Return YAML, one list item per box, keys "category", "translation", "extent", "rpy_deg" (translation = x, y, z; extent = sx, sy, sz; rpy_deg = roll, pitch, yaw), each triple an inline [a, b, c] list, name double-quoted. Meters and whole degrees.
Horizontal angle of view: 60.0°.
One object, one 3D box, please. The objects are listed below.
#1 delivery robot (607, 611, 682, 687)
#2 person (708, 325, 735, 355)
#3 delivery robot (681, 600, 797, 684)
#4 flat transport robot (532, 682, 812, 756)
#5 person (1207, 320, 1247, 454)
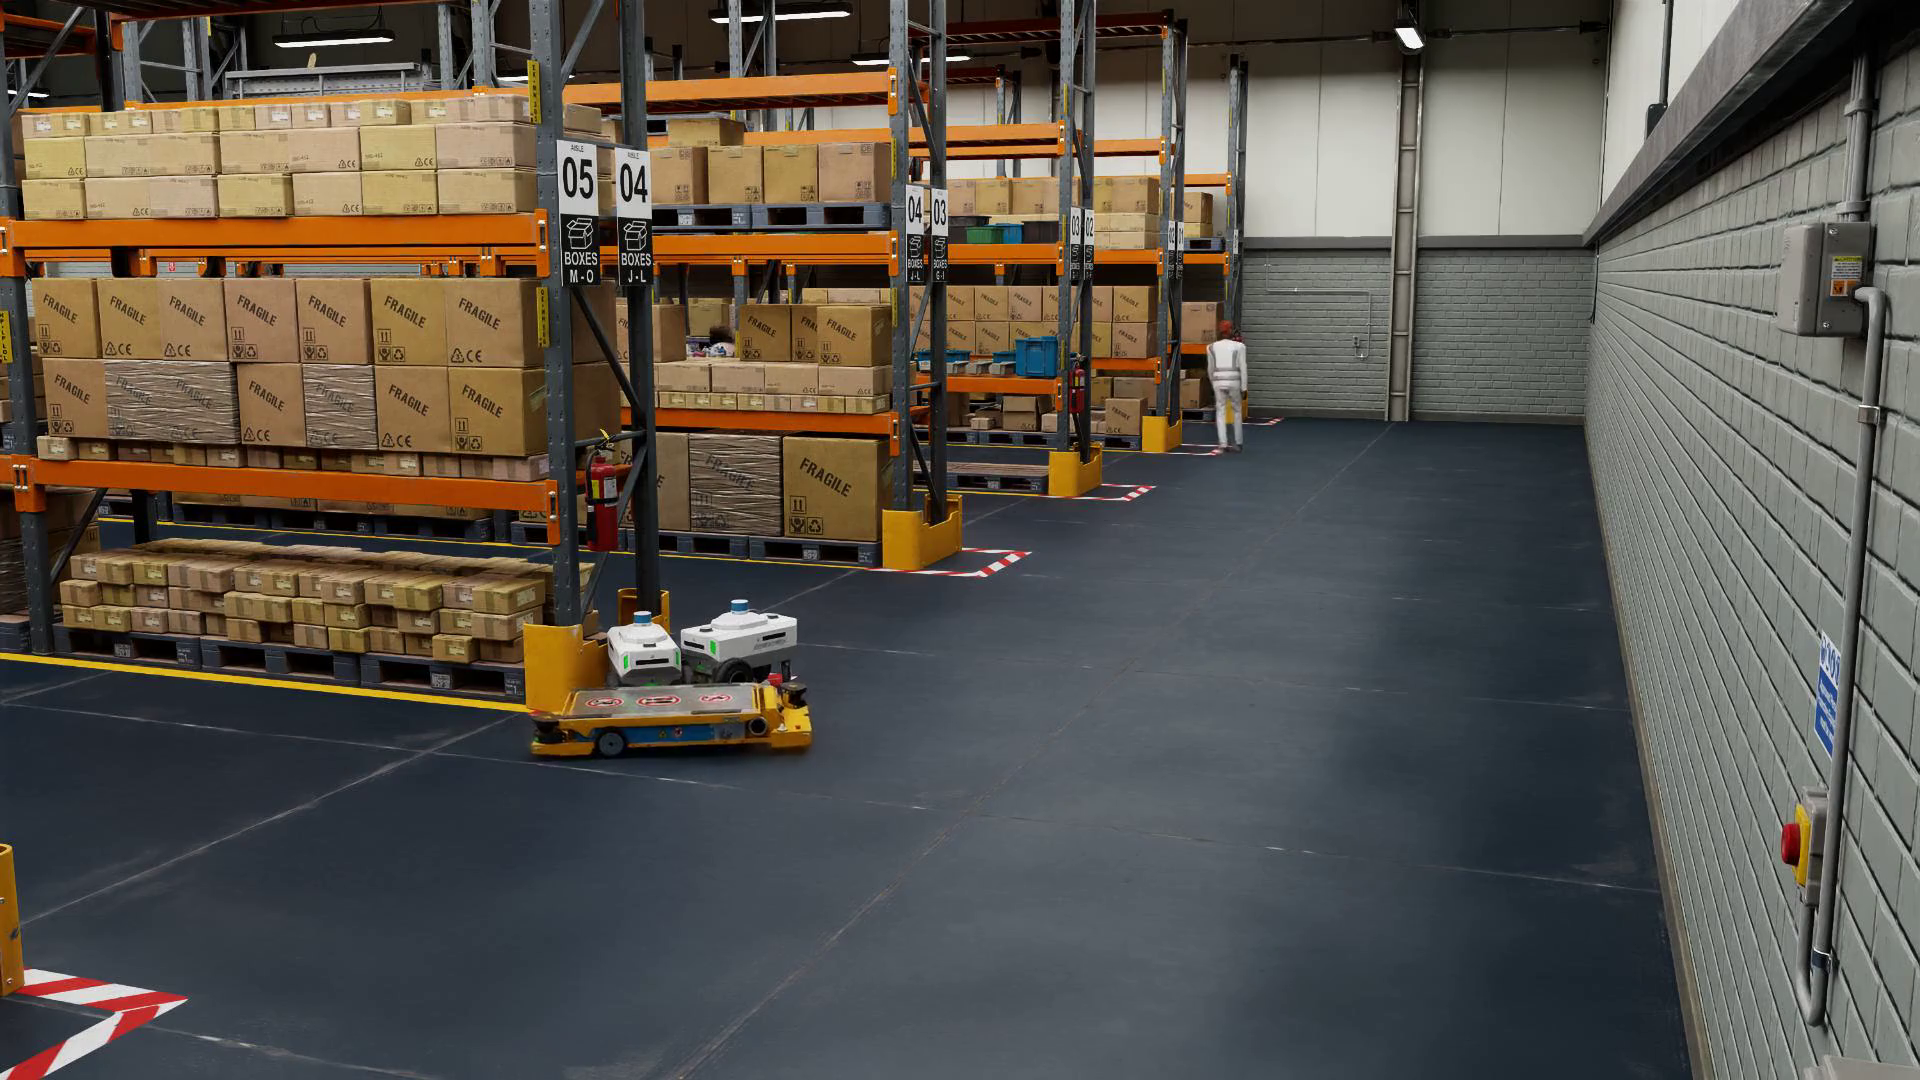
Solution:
- category: "delivery robot"
  translation: [-1.823, 0.654, 9.571]
  extent: [0.477, 0.478, 0.707]
  rpy_deg: [-3, 10, -19]
- category: "person"
  translation: [-3.276, -2.052, 22.898]
  extent: [0.959, 1.805, 0.638]
  rpy_deg: [5, 10, 30]
- category: "delivery robot"
  translation: [-1.309, 0.599, 9.915]
  extent: [0.477, 0.478, 0.707]
  rpy_deg: [8, 12, 41]
- category: "flat transport robot"
  translation: [-1.528, 0.948, 8.911]
  extent: [1.431, 0.197, 0.652]
  rpy_deg: [-1, 9, -8]
- category: "person"
  translation: [3.760, -2.142, 23.325]
  extent: [0.608, 1.842, 0.829]
  rpy_deg: [4, 10, 21]
